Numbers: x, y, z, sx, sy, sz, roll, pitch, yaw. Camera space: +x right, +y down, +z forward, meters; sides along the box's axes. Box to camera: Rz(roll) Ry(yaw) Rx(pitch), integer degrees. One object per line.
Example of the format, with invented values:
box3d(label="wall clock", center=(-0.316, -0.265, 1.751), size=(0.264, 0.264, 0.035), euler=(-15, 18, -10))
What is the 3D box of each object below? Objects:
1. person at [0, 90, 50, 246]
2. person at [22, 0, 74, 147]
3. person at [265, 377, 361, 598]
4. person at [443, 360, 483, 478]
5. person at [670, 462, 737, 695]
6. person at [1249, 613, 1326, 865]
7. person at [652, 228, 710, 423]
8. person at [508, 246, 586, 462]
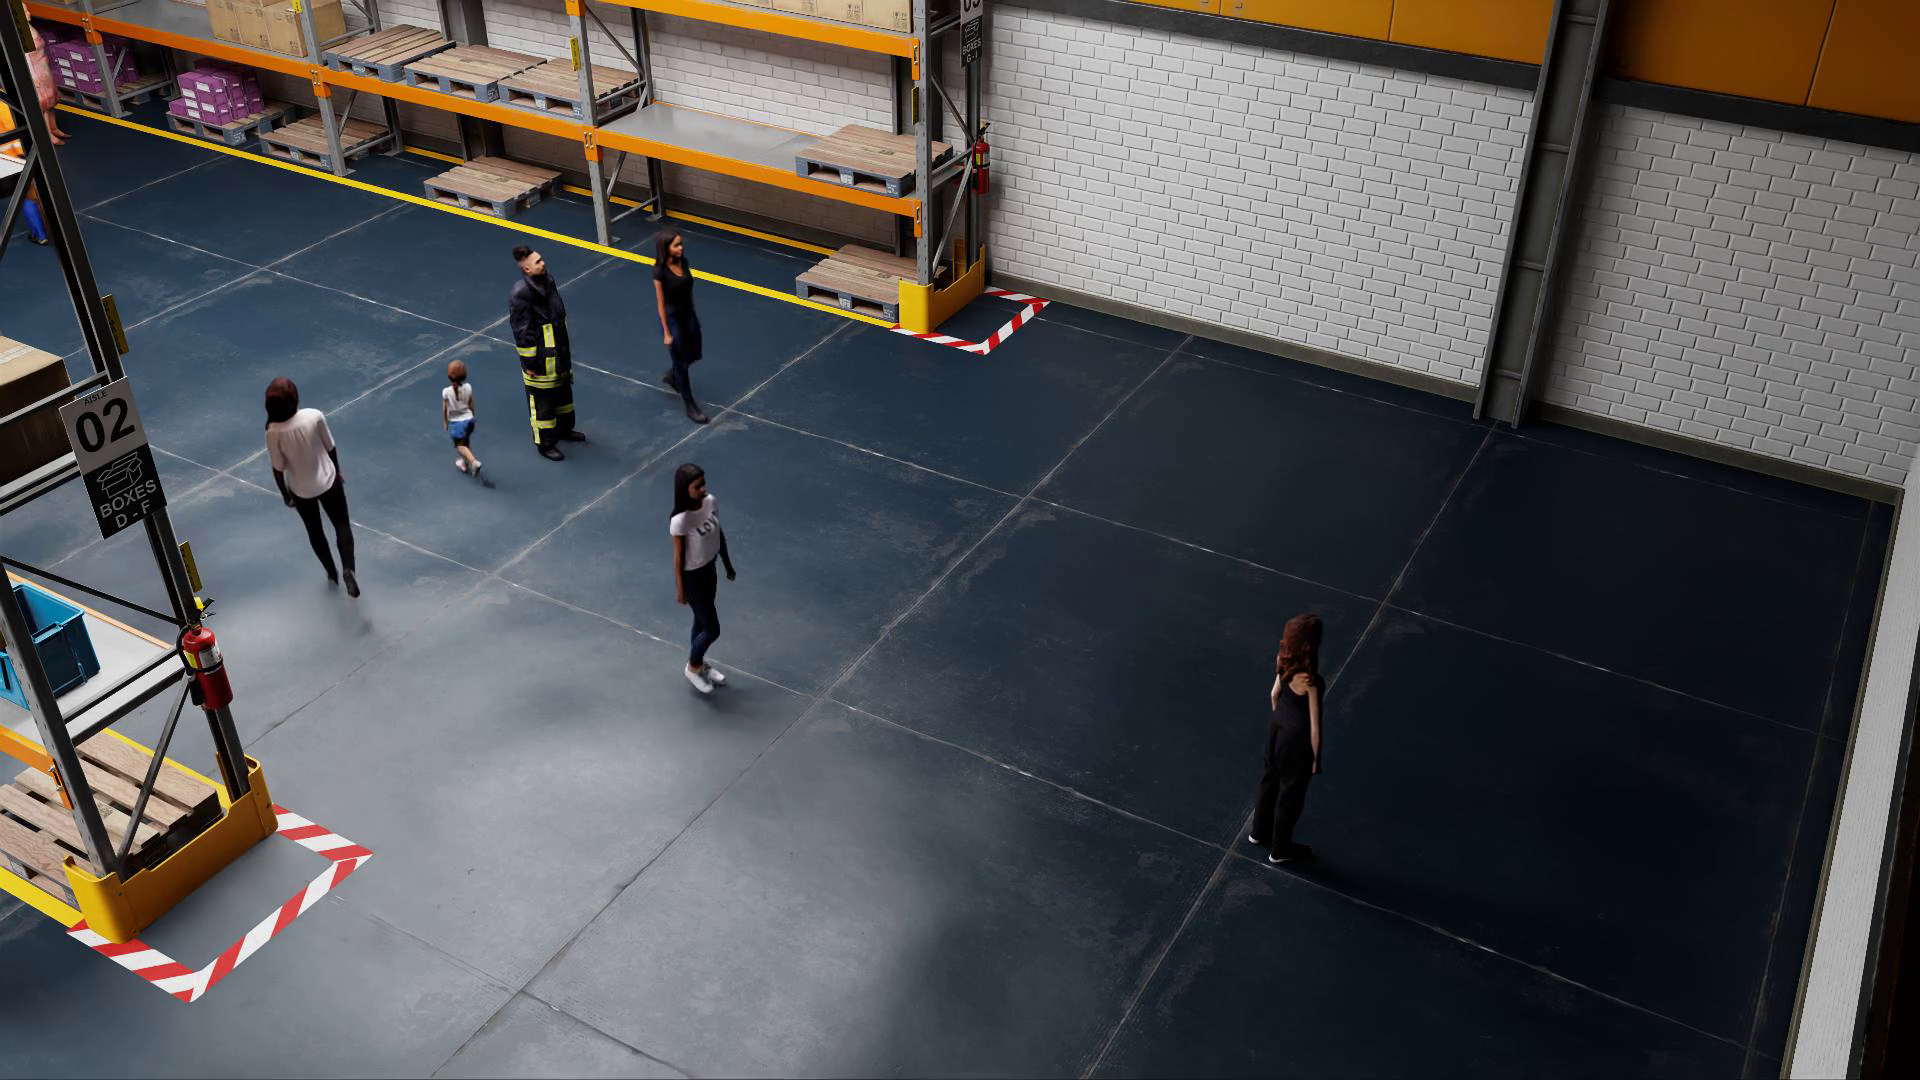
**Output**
box3d(label="person", center=(-9.804, -4.000, 17.376), size=(0.794, 1.880, 0.769), euler=(-26, 41, -33))
box3d(label="person", center=(-11.087, -5.605, 19.960), size=(0.725, 1.692, 0.686), euler=(-3, 34, -4))
box3d(label="person", center=(-4.608, -0.324, 11.940), size=(0.906, 1.777, 1.043), euler=(-17, 37, -24))
box3d(label="person", center=(-4.070, -0.969, 13.609), size=(0.650, 1.003, 0.513), euler=(27, 42, 34))
box3d(label="person", center=(-1.824, 0.233, 11.113), size=(0.624, 1.764, 0.644), euler=(12, 35, 17))
box3d(label="person", center=(1.931, 1.152, 9.745), size=(0.733, 1.748, 0.634), euler=(-15, 37, -22))
box3d(label="person", center=(-2.477, -1.873, 14.316), size=(0.881, 1.726, 0.645), euler=(22, 40, 30))
box3d(label="person", center=(-3.447, -1.589, 13.773), size=(0.726, 1.853, 0.787), euler=(13, 36, 18))
